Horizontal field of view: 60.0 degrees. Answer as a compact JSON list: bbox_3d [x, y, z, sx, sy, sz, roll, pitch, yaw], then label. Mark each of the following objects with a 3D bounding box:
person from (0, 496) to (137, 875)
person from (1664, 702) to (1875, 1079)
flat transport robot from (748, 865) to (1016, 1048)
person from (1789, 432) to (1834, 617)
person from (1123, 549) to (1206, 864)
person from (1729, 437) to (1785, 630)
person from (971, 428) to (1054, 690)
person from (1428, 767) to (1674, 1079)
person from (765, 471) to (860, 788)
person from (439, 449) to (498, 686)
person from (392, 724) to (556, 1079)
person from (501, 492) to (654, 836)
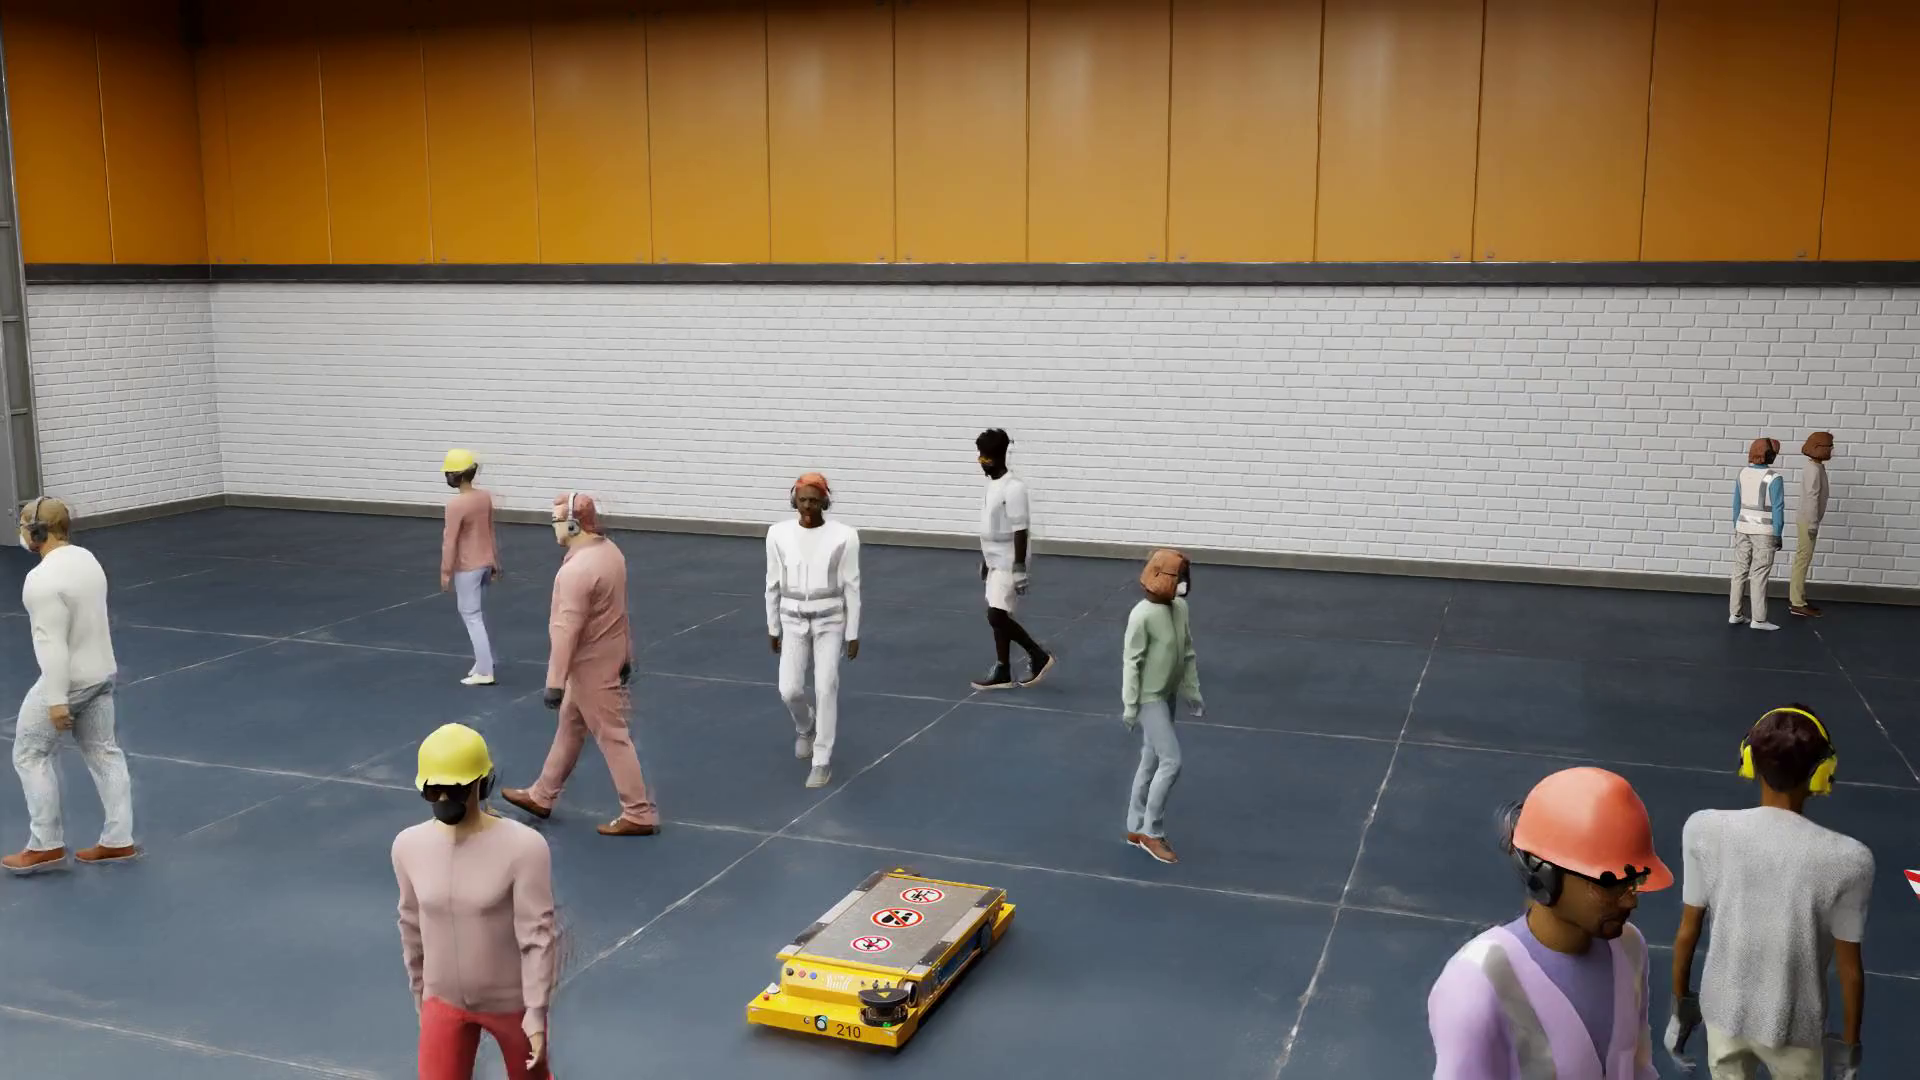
[{"bbox_3d":[-4.579,0.733,8.422,0.736,1.909,0.639,0,9,0],"label":"person"},{"bbox_3d":[2.224,1.375,4.641,0.514,1.856,0.584,7,11,36],"label":"person"},{"bbox_3d":[-0.294,1.751,7.178,0.652,0.197,1.431,3,10,20],"label":"flat transport robot"},{"bbox_3d":[7.563,-0.151,14.763,0.286,1.633,0.501,5,10,26],"label":"person"},{"bbox_3d":[1.079,0.848,8.618,0.520,1.614,0.503,6,11,33],"label":"person"},{"bbox_3d":[6.779,-0.053,14.140,0.306,1.640,0.522,-3,10,-18],"label":"person"},{"bbox_3d":[0.339,0.152,11.934,0.521,1.937,0.650,-3,10,-16],"label":"person"},{"bbox_3d":[1.266,1.461,3.500,0.631,2.032,0.439,-7,11,-36],"label":"person"},{"bbox_3d":[-0.864,0.511,9.924,0.578,1.873,0.515,1,9,7],"label":"person"},{"bbox_3d":[-3.610,0.204,12.191,0.467,1.748,0.552,3,10,16],"label":"person"},{"bbox_3d":[-1.444,1.373,5.048,0.537,1.720,0.924,1,9,6],"label":"person"},{"bbox_3d":[-2.101,0.673,8.938,0.966,1.856,0.668,1,9,3],"label":"person"}]
